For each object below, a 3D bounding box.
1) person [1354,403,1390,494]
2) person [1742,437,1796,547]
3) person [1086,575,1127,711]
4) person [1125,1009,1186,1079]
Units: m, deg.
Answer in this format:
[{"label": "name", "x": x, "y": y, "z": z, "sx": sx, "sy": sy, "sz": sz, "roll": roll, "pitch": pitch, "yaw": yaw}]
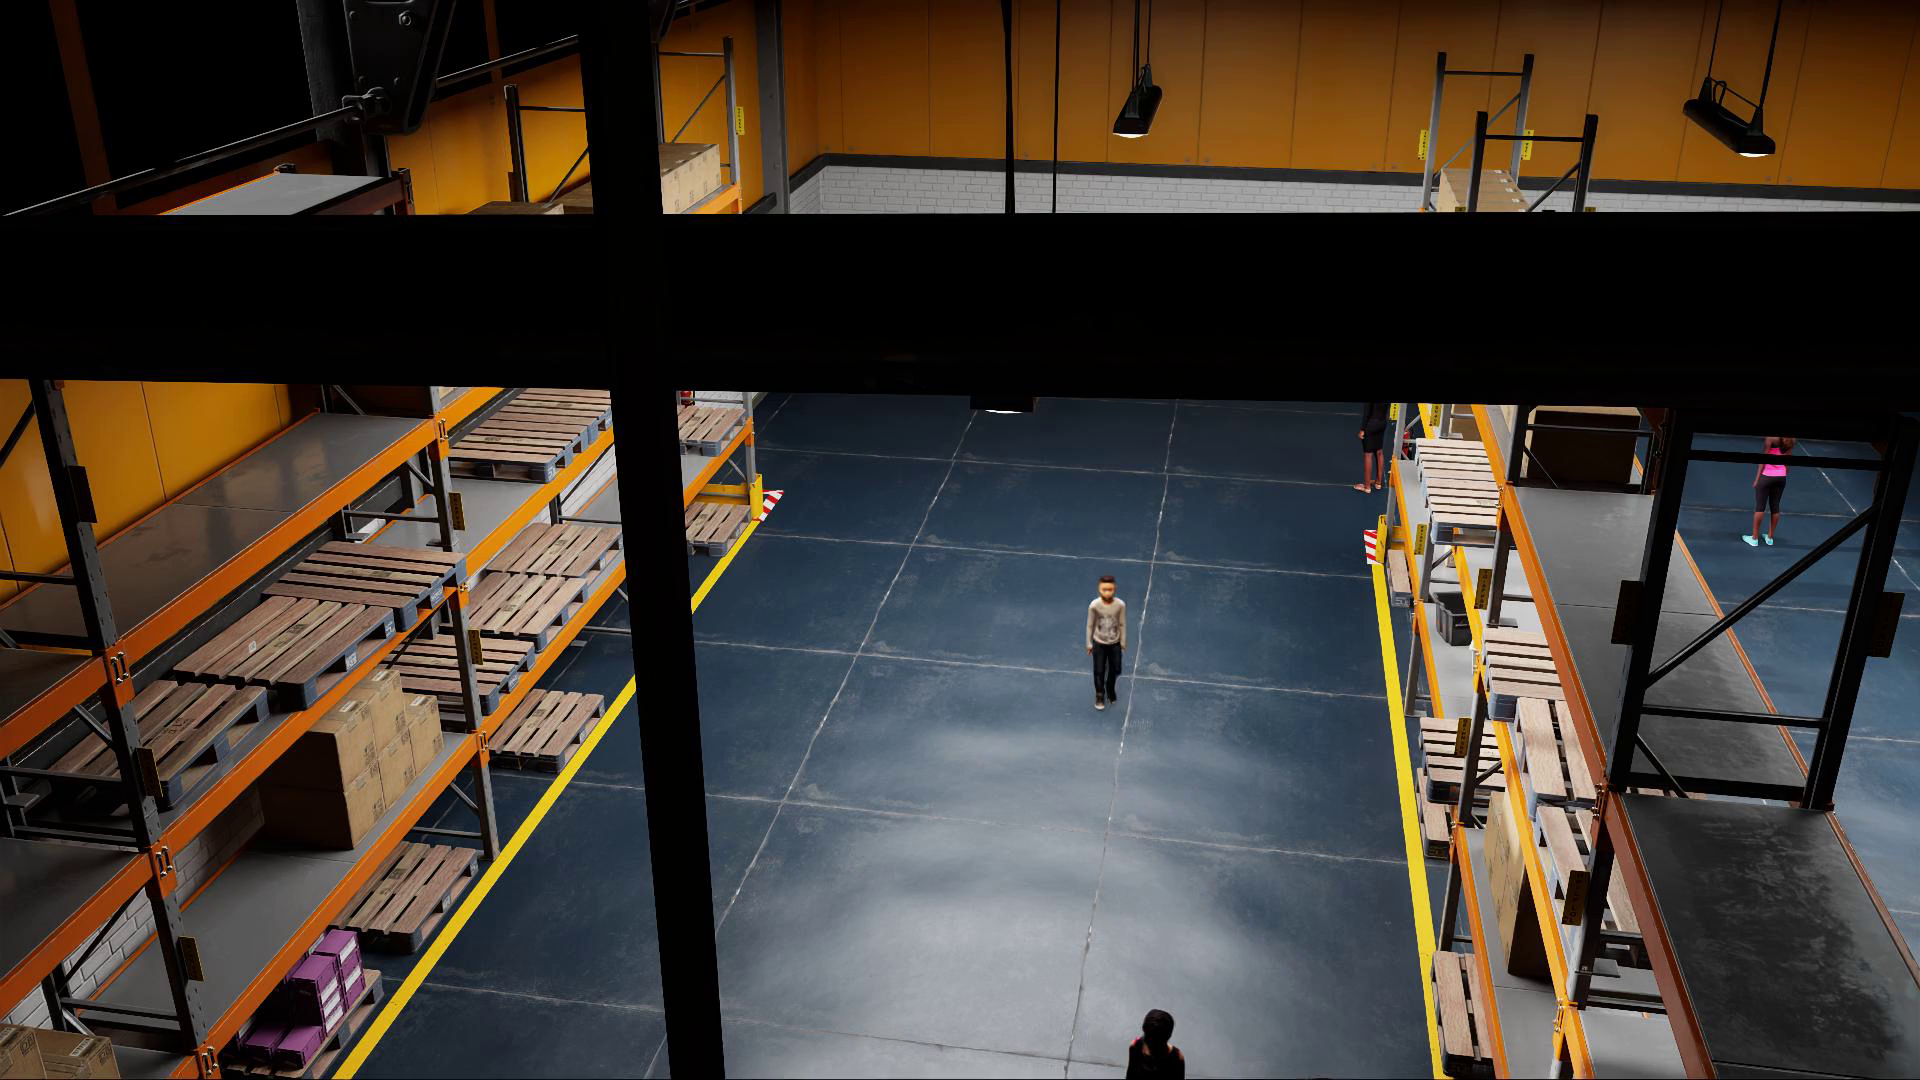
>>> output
[{"label": "person", "x": 5.516, "y": -1.486, "z": 22.189, "sx": 0.665, "sy": 1.720, "sz": 0.720, "roll": -15, "pitch": 28, "yaw": -31}, {"label": "person", "x": 10.017, "y": -0.755, "z": 20.512, "sx": 0.625, "sy": 1.724, "sz": 0.629, "roll": -2, "pitch": 24, "yaw": -5}, {"label": "person", "x": 1.478, "y": 1.002, "z": 16.830, "sx": 0.618, "sy": 1.453, "sz": 0.615, "roll": -1, "pitch": 24, "yaw": -2}, {"label": "person", "x": 1.252, "y": 3.639, "z": 10.674, "sx": 0.605, "sy": 1.551, "sz": 0.607, "roll": 13, "pitch": 27, "yaw": 27}]
